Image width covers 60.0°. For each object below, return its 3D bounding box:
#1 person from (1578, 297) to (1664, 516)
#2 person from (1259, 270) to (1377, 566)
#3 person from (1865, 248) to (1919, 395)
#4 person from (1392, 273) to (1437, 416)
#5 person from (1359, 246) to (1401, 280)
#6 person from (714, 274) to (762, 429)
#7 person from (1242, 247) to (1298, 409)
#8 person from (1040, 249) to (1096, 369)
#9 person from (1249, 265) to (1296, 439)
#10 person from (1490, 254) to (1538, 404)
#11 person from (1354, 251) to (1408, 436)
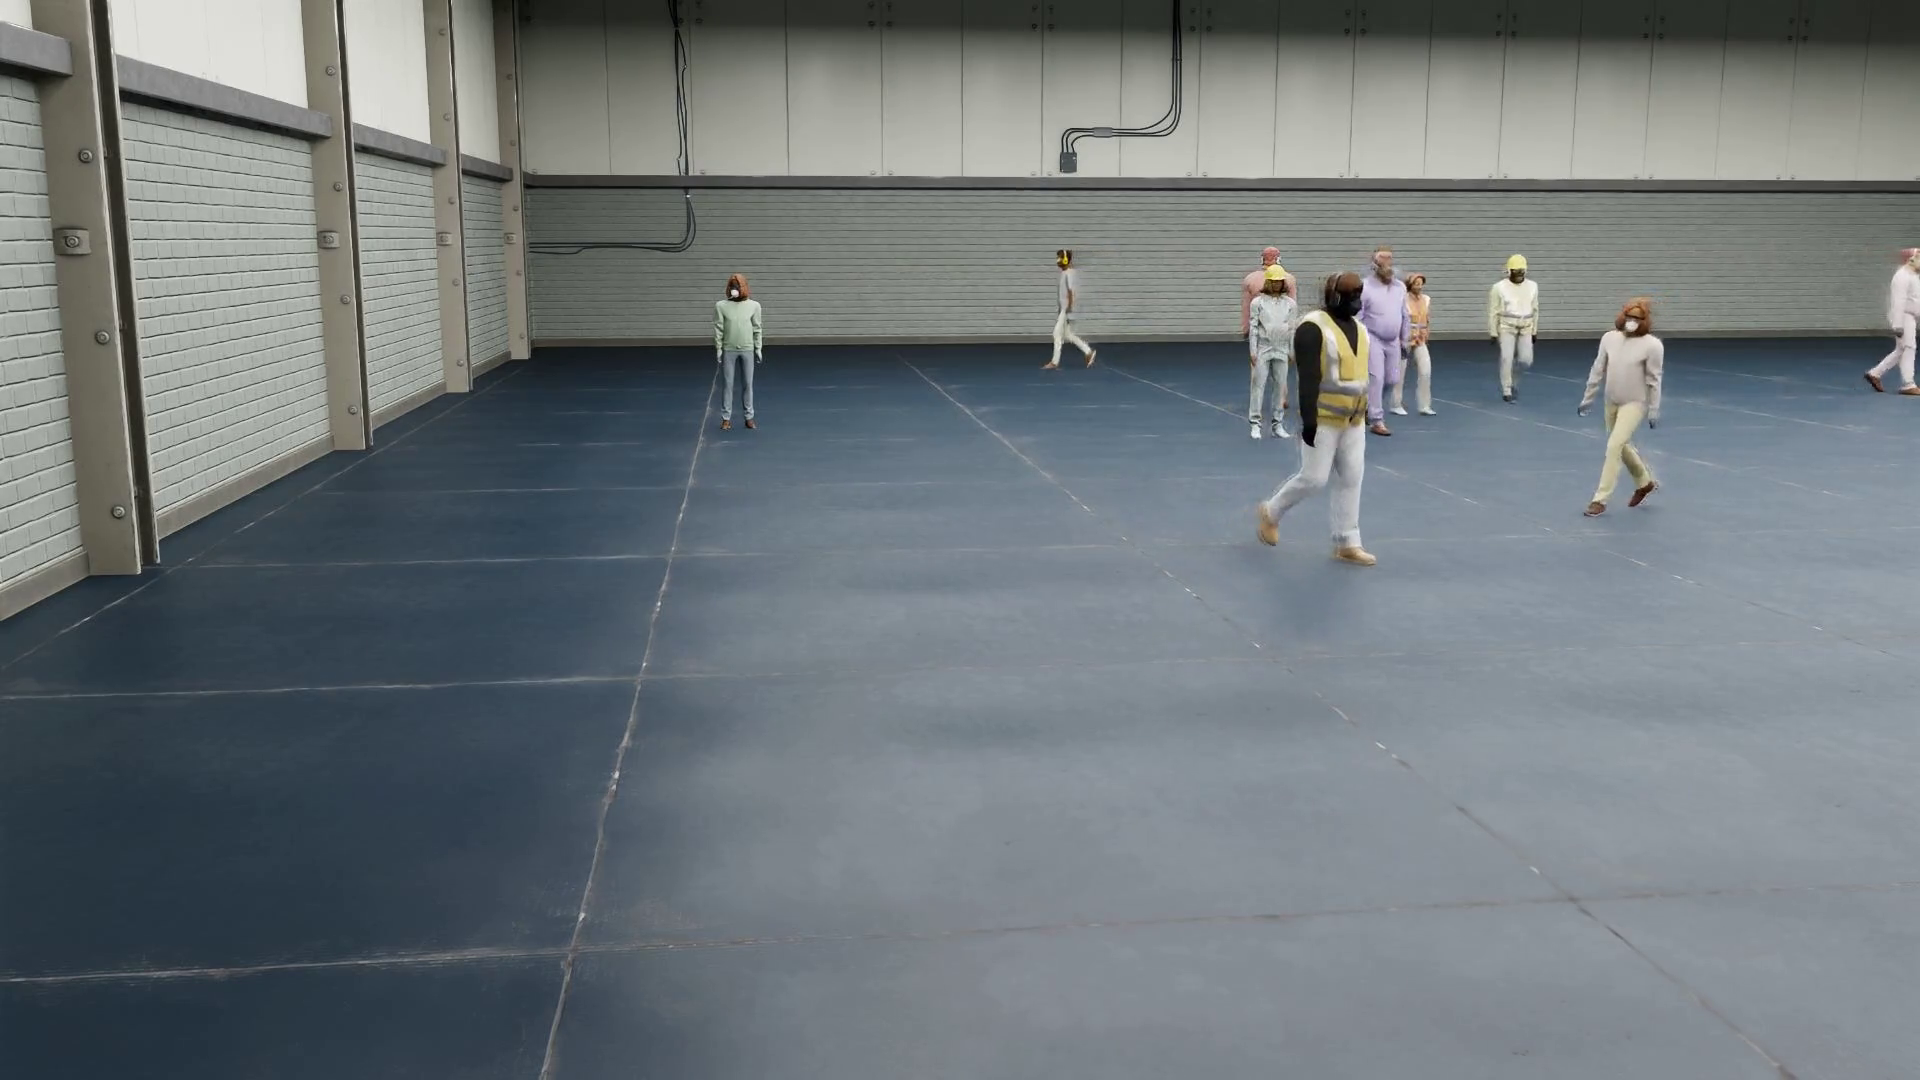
[{"bbox_3d":[4.904,-0.987,12.176,0.787,1.594,0.555,-6,12,-28],"label":"person"},{"bbox_3d":[2.275,-0.769,10.391,0.631,1.823,0.738,-8,13,-36],"label":"person"},{"bbox_3d":[12.144,-2.816,21.440,0.712,1.884,0.664,7,13,35],"label":"person"},{"bbox_3d":[5.122,-2.189,18.711,0.548,1.609,0.688,-4,11,-22],"label":"person"},{"bbox_3d":[6.391,-3.526,25.334,0.631,1.898,0.991,4,11,22],"label":"person"},{"bbox_3d":[-2.336,-1.981,17.553,0.499,1.632,0.285,-2,11,-11],"label":"person"},{"bbox_3d":[3.649,-2.489,19.594,0.638,1.906,0.407,3,11,18],"label":"person"},{"bbox_3d":[1.661,-3.522,25.434,0.823,1.844,0.525,-1,10,-4],"label":"person"},{"bbox_3d":[3.147,-1.891,16.755,0.487,1.744,0.294,-2,11,-13],"label":"person"},{"bbox_3d":[6.737,-2.560,20.216,0.612,1.813,0.423,-1,10,-5],"label":"person"},{"bbox_3d":[4.296,-2.036,17.166,0.662,1.883,0.657,-5,11,-24],"label":"person"}]
